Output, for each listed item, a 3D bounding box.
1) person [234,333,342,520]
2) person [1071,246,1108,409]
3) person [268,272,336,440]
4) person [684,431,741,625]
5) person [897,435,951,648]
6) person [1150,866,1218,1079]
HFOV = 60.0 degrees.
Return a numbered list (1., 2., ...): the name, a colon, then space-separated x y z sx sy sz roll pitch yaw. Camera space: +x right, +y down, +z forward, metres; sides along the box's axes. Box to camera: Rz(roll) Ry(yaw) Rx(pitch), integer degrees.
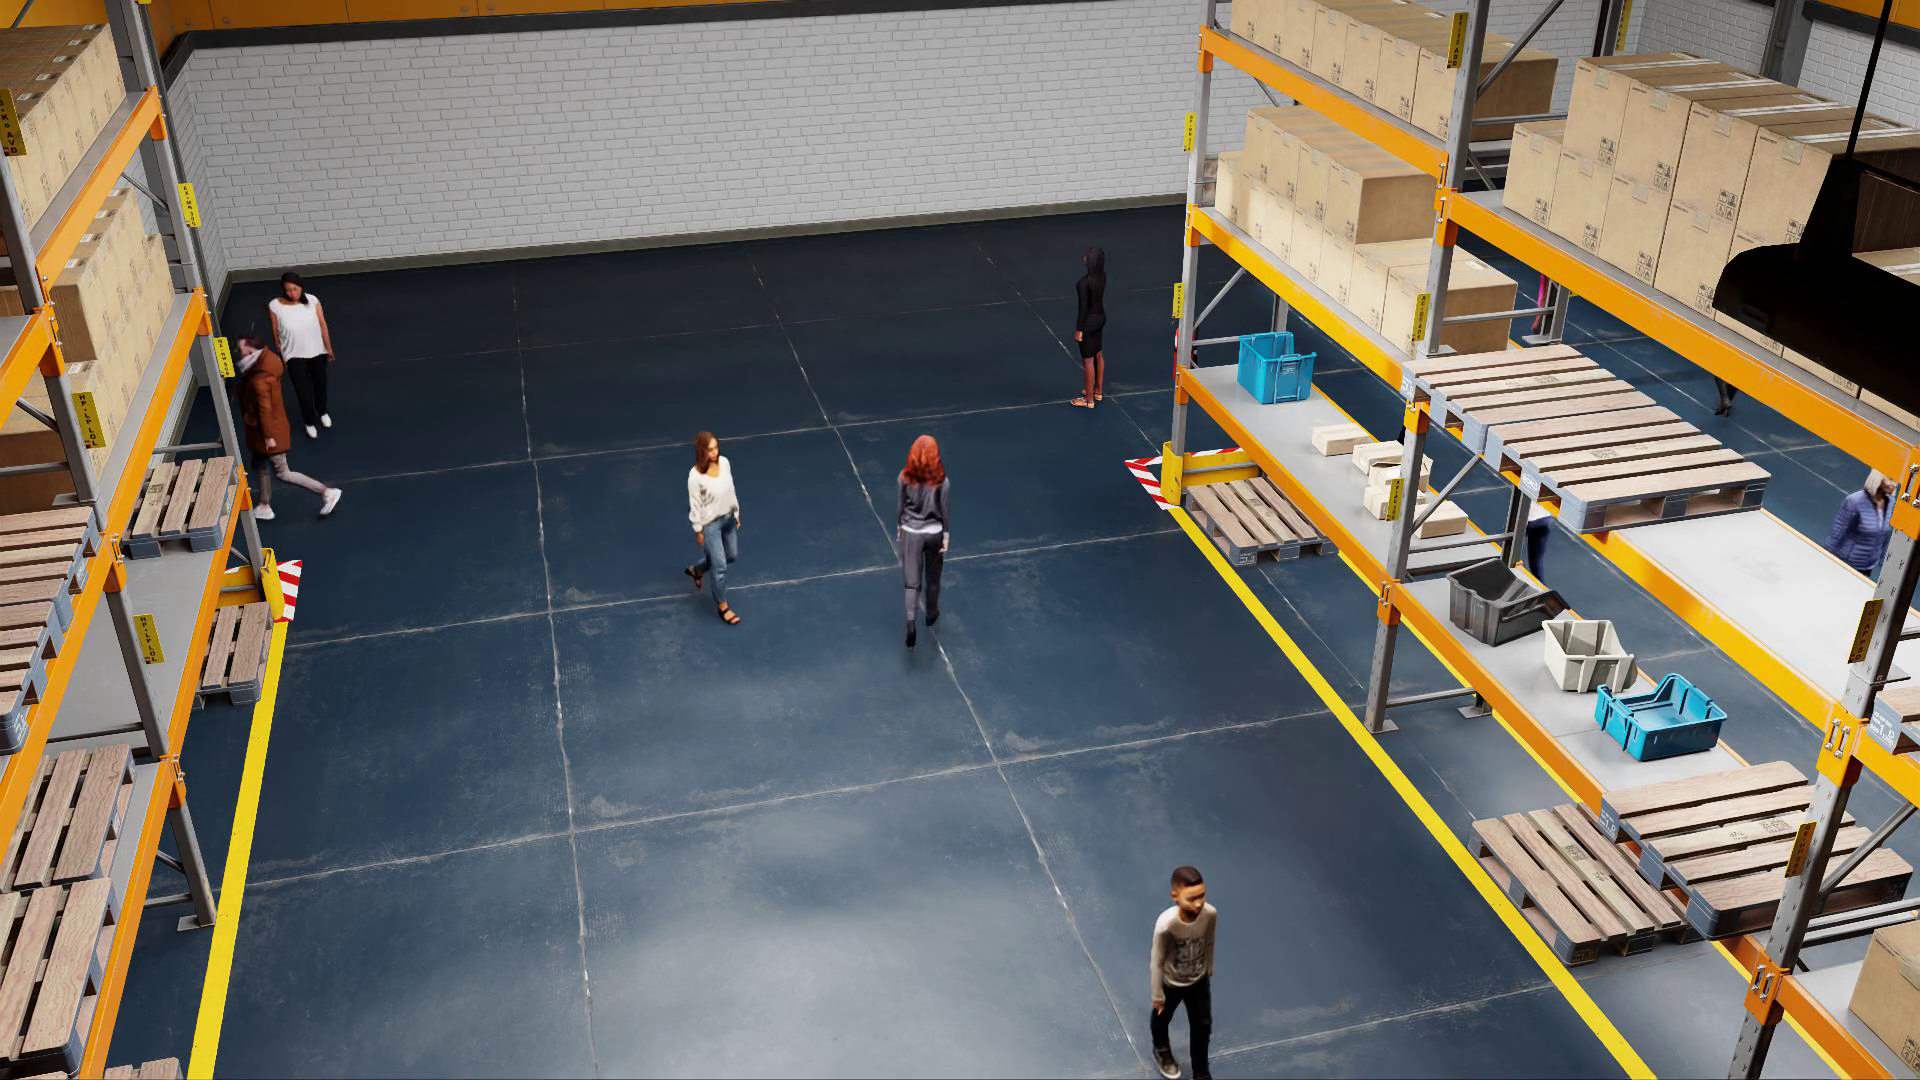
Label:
1. person: -6.070 -0.973 14.805 0.826 1.809 1.074 -10 30 -17
2. person: 1.349 -2.210 17.165 0.726 1.719 0.678 17 33 28
3. person: -6.576 -1.913 16.670 0.769 1.672 0.835 -18 33 -30
4. person: -2.028 -0.139 13.426 0.983 1.665 0.900 19 34 31
5. person: -0.308 0.033 13.017 0.808 1.755 1.085 3 29 5
6. person: 1.176 2.342 9.101 0.624 1.451 0.770 -10 30 -18
